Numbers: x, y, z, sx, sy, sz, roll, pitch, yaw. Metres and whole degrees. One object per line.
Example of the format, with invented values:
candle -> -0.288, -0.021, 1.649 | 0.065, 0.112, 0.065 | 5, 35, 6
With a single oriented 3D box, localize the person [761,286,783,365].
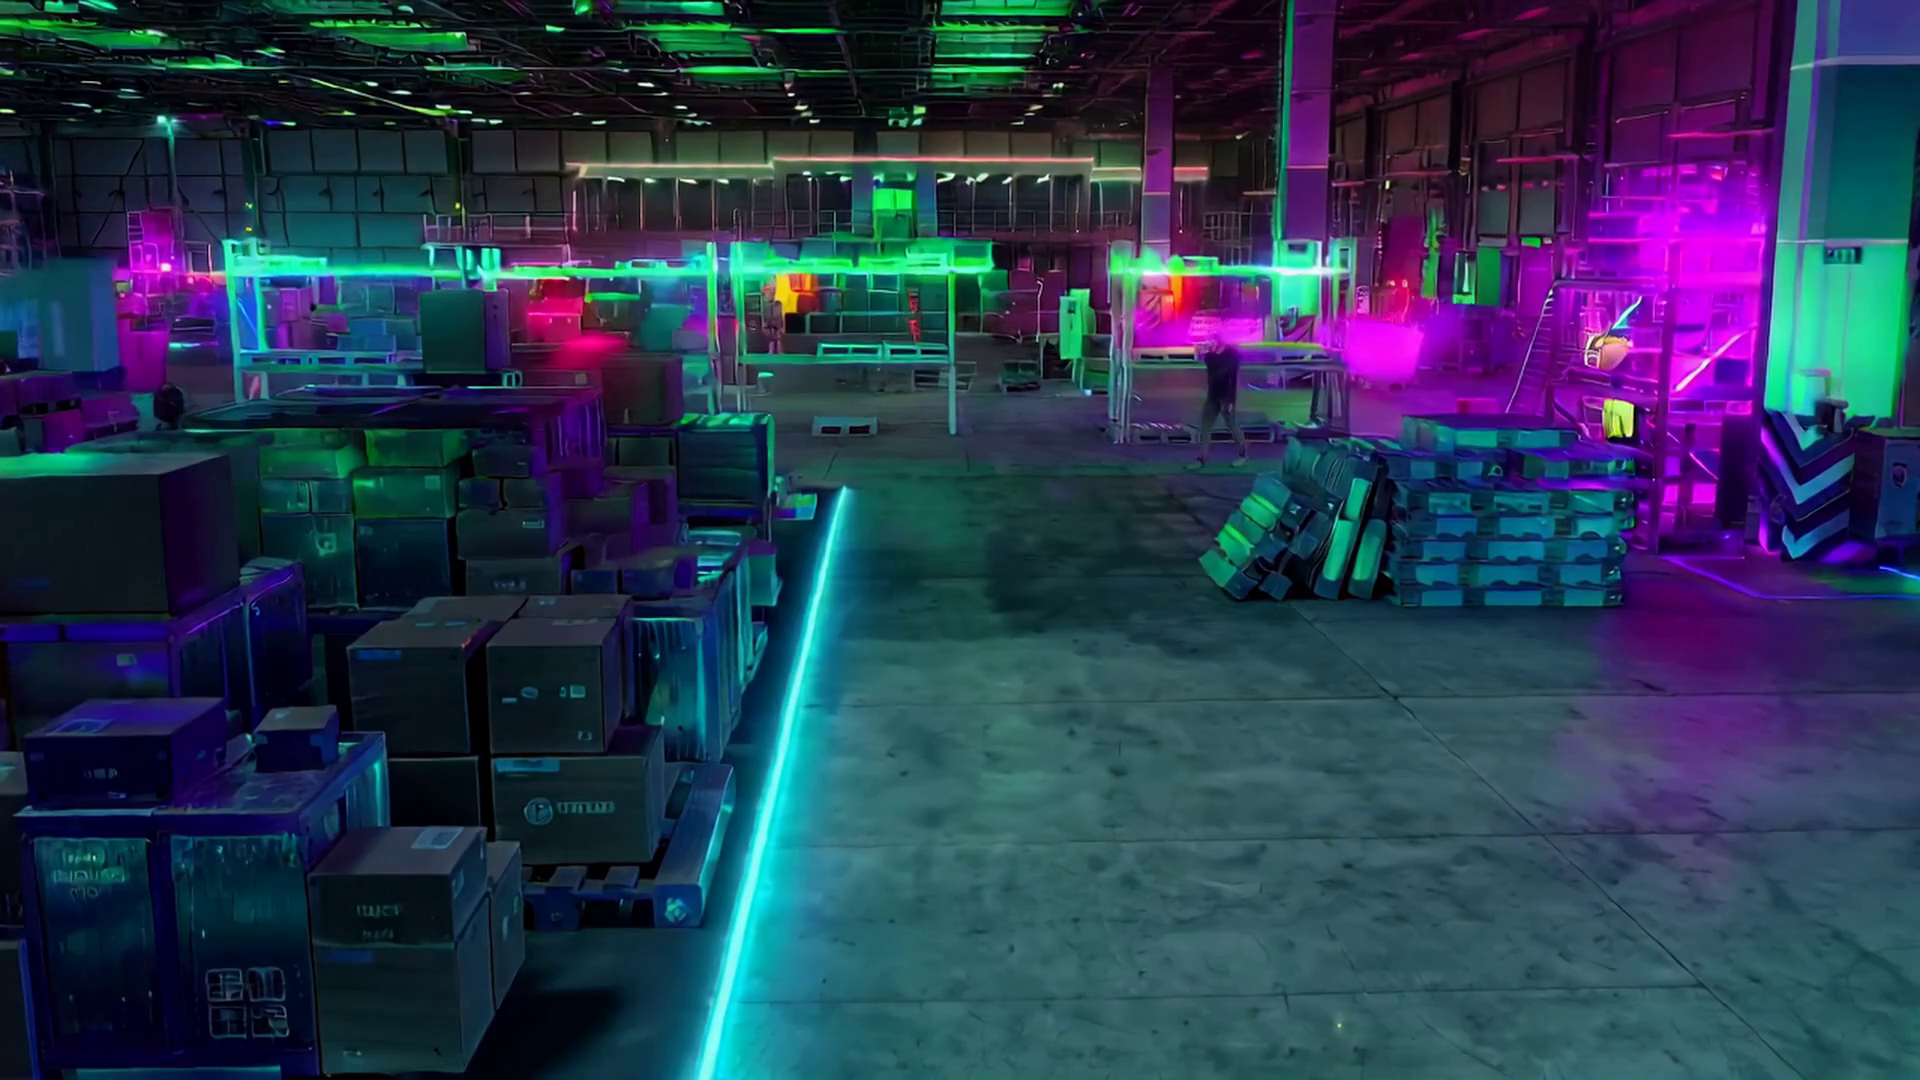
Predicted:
person -> -4.641, -5.295, 41.108 | 0.550, 1.933, 0.373 | -1, 10, -7

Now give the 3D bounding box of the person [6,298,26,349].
person -> -26.338, -6.072, 46.355 | 0.665, 1.612, 0.520 | 7, 13, 36

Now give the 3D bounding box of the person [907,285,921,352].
person -> -1.229, -5.831, 44.282 | 0.353, 1.877, 0.573 | -4, 11, -20

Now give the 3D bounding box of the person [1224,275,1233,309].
person -> 12.187, -11.360, 75.162 | 0.430, 1.845, 0.624 | 9, 14, 41

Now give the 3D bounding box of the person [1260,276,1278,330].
person -> 10.488, -8.017, 56.392 | 1.017, 1.881, 0.640 | -3, 11, -19

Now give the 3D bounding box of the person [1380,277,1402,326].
person -> 12.819, -6.817, 49.484 | 0.617, 1.979, 0.475 | 3, 11, 19

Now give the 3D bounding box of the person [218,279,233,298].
person -> -25.478, -8.182, 57.769 | 0.508, 1.730, 0.412 | 0, 10, 2

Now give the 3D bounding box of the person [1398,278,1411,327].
person -> 14.701, -7.746, 55.090 | 0.520, 1.817, 0.963 | -1, 10, -7

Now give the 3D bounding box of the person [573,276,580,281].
person -> -13.473, -8.338, 58.217 | 0.557, 1.899, 0.582 | 3, 10, 14

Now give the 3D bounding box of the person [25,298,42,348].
person -> -26.483, -6.392, 47.669 | 0.611, 1.794, 0.646 | 2, 10, 10

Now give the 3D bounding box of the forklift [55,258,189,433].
forklift -> -10.950, -2.175, 21.097 | 1.873, 2.768, 1.129 | 0, 10, -2

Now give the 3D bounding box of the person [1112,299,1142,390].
person -> 3.361, -4.101, 34.168 | 0.686, 2.000, 1.034 | -7, 12, -33

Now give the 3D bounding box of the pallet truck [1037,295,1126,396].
pallet truck -> 2.483, -3.881, 33.060 | 1.885, 1.965, 0.823 | -7, 13, -36

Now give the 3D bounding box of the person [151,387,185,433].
person -> -6.529, -0.360, 13.893 | 0.621, 1.840, 0.430 | 7, 12, 33

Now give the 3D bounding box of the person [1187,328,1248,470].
person -> 3.505, -1.880, 22.235 | 1.009, 1.899, 0.641 | -8, 13, -38

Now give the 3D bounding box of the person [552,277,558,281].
person -> -13.672, -7.942, 56.154 | 0.966, 1.838, 0.586 | 6, 12, 32

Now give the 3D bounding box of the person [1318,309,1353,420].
person -> 6.442, -3.034, 28.686 | 0.586, 1.882, 1.005 | -3, 11, -16

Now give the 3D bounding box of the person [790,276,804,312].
person -> -5.561, -8.053, 56.650 | 0.909, 1.881, 0.593 | 8, 13, 36
